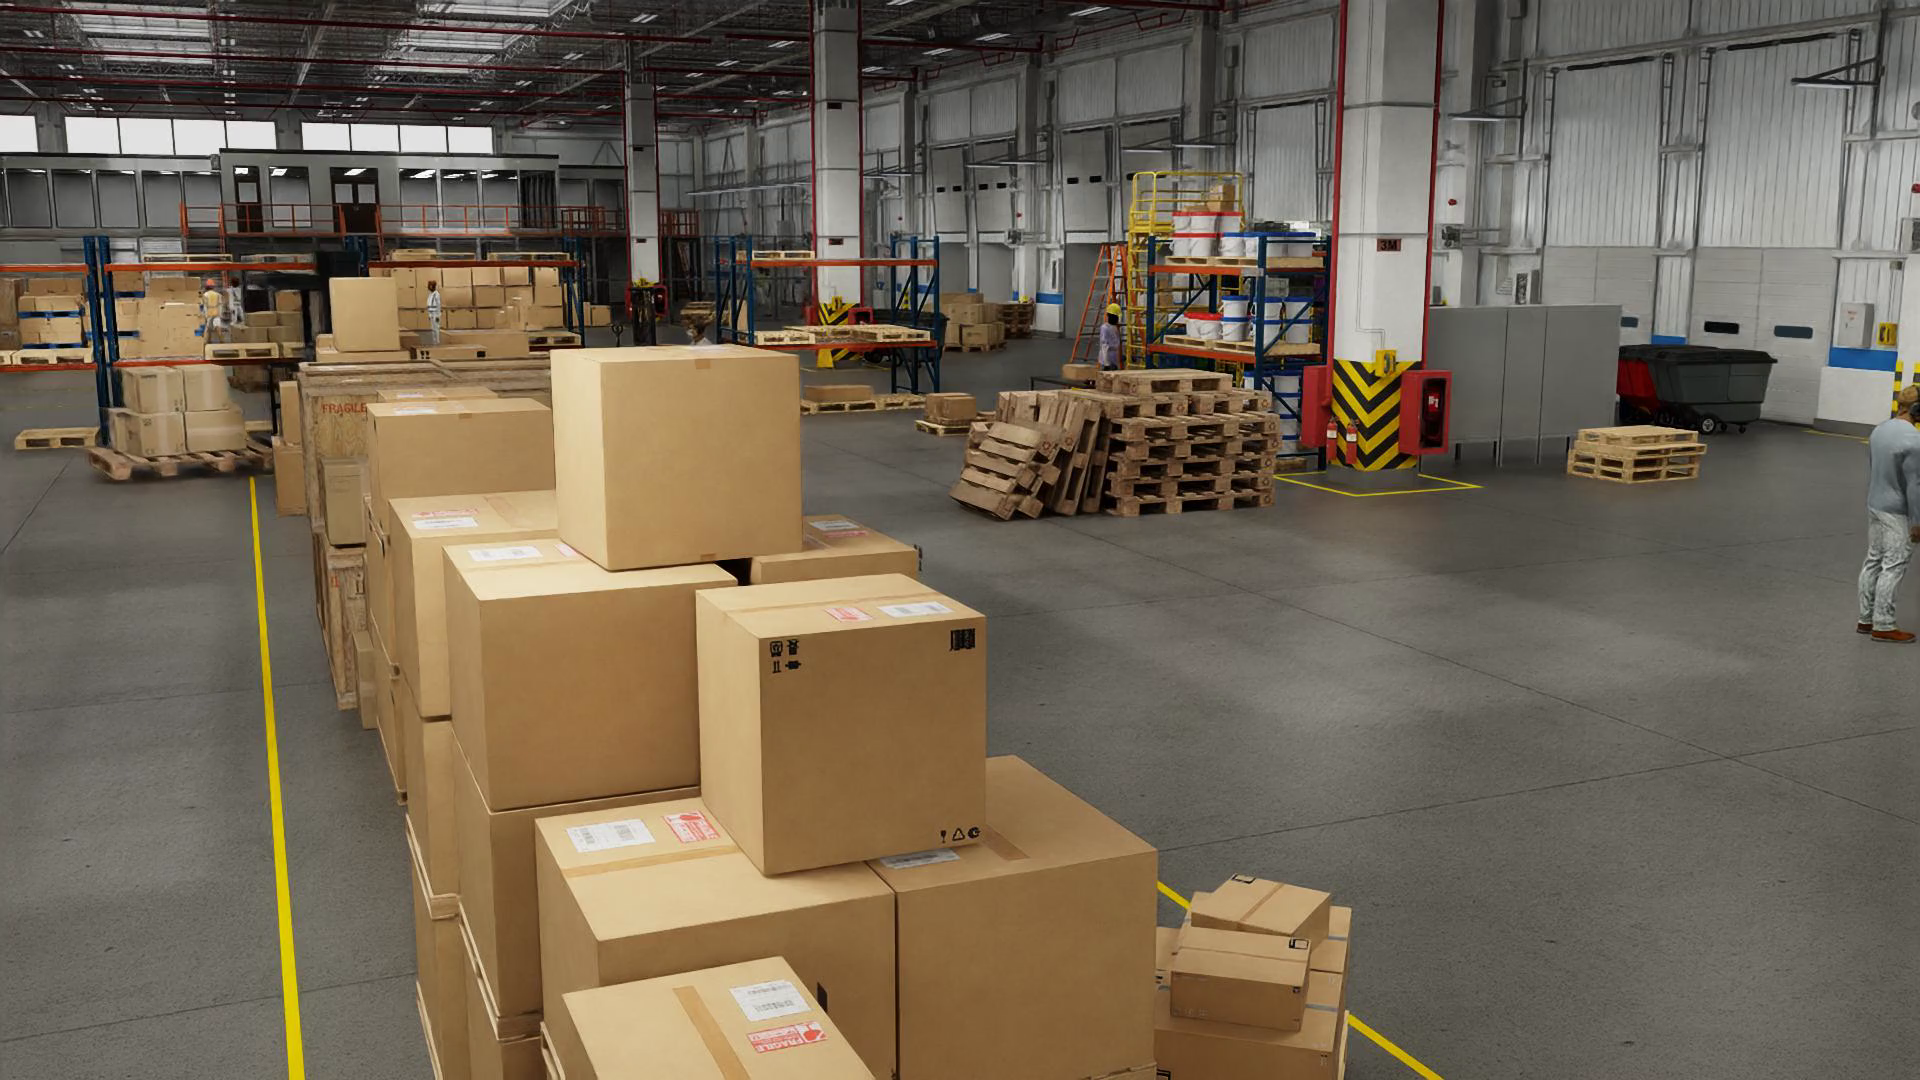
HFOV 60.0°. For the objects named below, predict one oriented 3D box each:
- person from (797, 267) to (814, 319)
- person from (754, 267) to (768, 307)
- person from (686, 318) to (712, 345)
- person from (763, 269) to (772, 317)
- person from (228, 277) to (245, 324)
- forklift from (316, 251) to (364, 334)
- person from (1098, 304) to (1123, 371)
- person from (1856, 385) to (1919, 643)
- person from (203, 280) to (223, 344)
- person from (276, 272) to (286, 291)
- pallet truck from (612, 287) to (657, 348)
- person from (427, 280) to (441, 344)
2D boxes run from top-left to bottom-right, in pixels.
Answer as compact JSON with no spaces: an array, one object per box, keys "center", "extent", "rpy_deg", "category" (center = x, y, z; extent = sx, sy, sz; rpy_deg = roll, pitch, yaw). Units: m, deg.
[{"center":[-5.589,-9.181,61.870],"extent":[0.944,1.946,0.635],"rpy_deg":[0,10,1],"category":"person"},{"center":[-8.712,-11.142,73.111],"extent":[0.632,1.791,0.990],"rpy_deg":[-8,13,-38],"category":"person"},{"center":[-3.505,-2.022,22.426],"extent":[0.356,1.938,0.638],"rpy_deg":[-6,12,-32],"category":"person"},{"center":[-7.389,-9.506,63.886],"extent":[0.329,1.865,0.507],"rpy_deg":[-3,11,-17],"category":"person"},{"center":[-21.469,-6.901,49.519],"extent":[0.655,1.860,0.599],"rpy_deg":[2,10,9],"category":"person"},{"center":[-8.208,-2.454,22.209],"extent":[1.873,2.768,1.129],"rpy_deg":[-7,13,-35],"category":"forklift"},{"center":[2.511,-2.976,27.744],"extent":[0.379,1.918,0.585],"rpy_deg":[4,11,19],"category":"person"},{"center":[6.969,-0.192,12.383],"extent":[0.384,1.930,0.634],"rpy_deg":[0,10,0],"category":"person"},{"center":[-20.277,-6.111,45.121],"extent":[1.007,1.887,0.569],"rpy_deg":[10,14,44],"category":"person"},{"center":[-22.207,-7.813,54.397],"extent":[0.389,1.918,0.590],"rpy_deg":[1,10,4],"category":"person"},{"center":[-6.464,-4.406,35.401],"extent":[0.823,1.965,1.885],"rpy_deg":[6,12,32],"category":"pallet truck"},{"center":[-14.078,-6.003,44.520],"extent":[0.351,1.882,0.582],"rpy_deg":[-8,13,-38],"category":"person"}]
